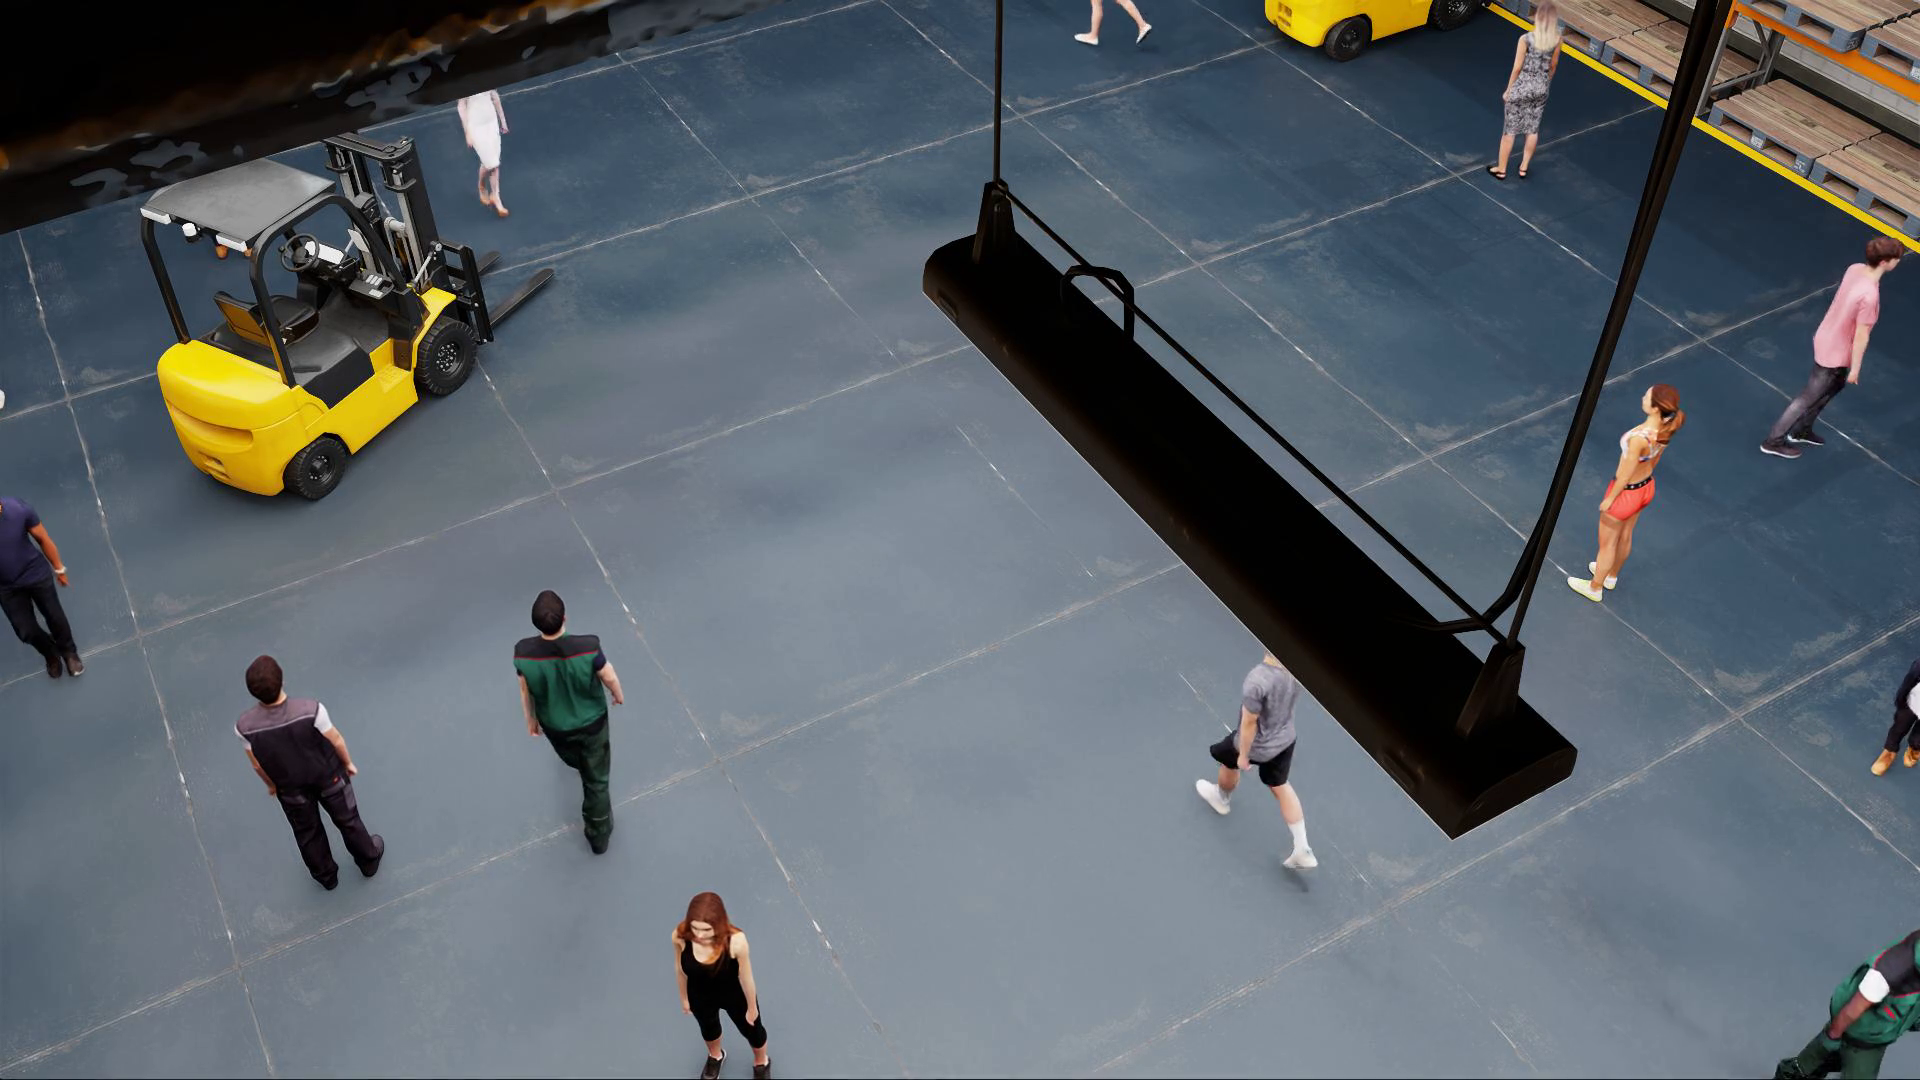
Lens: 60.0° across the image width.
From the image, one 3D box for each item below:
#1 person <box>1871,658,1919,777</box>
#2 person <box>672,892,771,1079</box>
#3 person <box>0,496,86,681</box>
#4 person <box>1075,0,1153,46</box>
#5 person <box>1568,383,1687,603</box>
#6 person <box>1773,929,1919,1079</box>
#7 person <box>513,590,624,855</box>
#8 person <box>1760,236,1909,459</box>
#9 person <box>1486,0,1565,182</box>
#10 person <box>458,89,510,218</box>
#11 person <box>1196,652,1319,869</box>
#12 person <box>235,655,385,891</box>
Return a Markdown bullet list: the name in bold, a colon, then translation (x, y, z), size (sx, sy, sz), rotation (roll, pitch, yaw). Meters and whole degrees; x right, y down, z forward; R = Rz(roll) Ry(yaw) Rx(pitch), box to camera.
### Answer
- **person**: translation (5.970, 0.980, 10.222), size (0.618, 1.219, 0.580), rotation (-30, 51, -28)
- **person**: translation (-1.209, 2.298, 8.474), size (0.647, 1.722, 0.693), rotation (7, 44, 7)
- **person**: translation (-6.027, 0.183, 10.653), size (0.671, 1.779, 0.585), rotation (-23, 48, -22)
- **person**: translation (1.626, -5.838, 17.036), size (1.099, 1.692, 0.925), rotation (18, 46, 18)
- **person**: translation (4.494, -0.314, 11.166), size (0.597, 1.791, 0.570), rotation (-26, 49, -25)
- **person**: translation (4.483, 2.349, 8.350), size (0.703, 1.819, 0.723), rotation (-23, 48, -23)
- **person**: translation (-2.240, 1.095, 9.638), size (1.023, 1.858, 1.239), rotation (-3, 44, -3)
- **person**: translation (6.308, -1.394, 12.193), size (0.909, 1.938, 0.848), rotation (5, 44, 6)
- **person**: translation (5.186, -4.085, 15.189), size (0.642, 1.702, 0.632), rotation (-3, 44, -3)
- **person**: translation (-4.281, -3.666, 14.689), size (0.786, 1.785, 0.725), rotation (25, 49, 24)
- **person**: translation (1.828, 1.196, 9.552), size (0.688, 1.831, 1.199), rotation (-22, 48, -22)
- **person**: translation (-3.690, 1.326, 9.402), size (0.692, 1.849, 0.634), rotation (-13, 45, -13)
